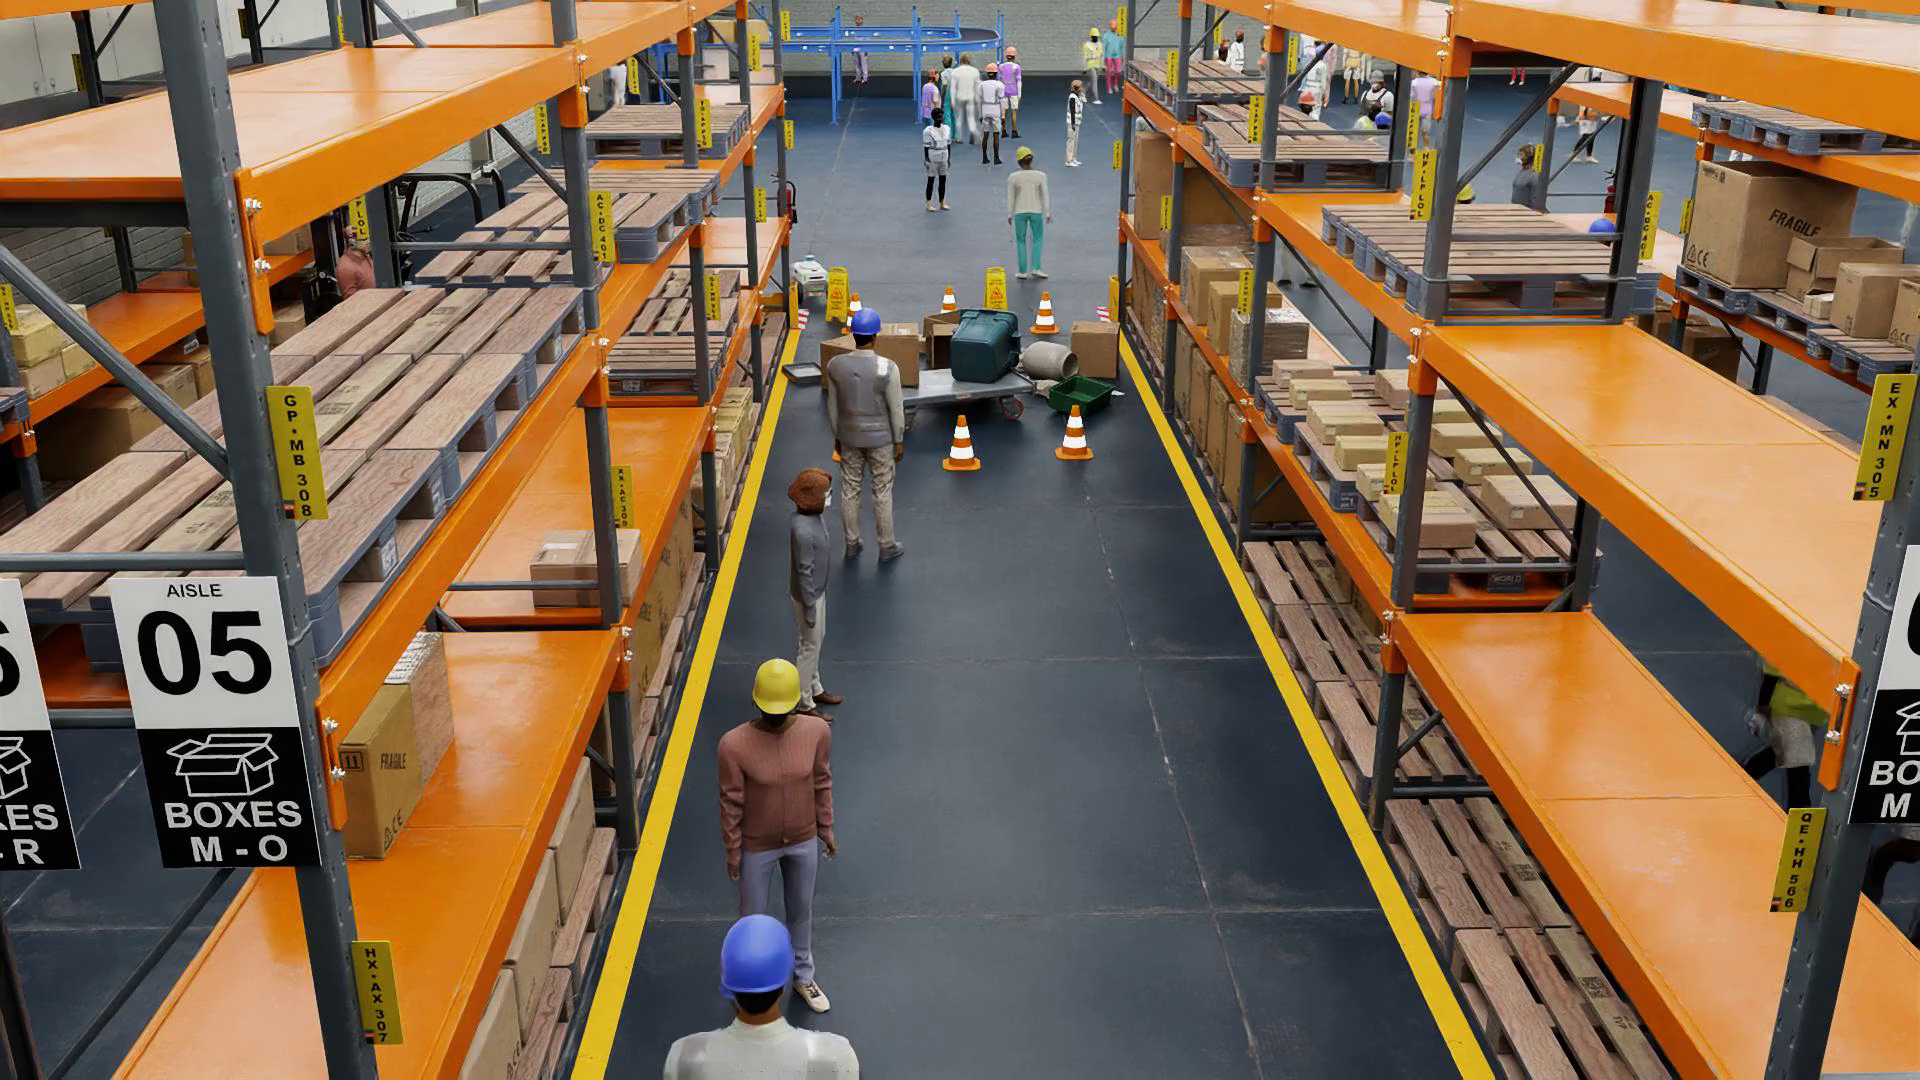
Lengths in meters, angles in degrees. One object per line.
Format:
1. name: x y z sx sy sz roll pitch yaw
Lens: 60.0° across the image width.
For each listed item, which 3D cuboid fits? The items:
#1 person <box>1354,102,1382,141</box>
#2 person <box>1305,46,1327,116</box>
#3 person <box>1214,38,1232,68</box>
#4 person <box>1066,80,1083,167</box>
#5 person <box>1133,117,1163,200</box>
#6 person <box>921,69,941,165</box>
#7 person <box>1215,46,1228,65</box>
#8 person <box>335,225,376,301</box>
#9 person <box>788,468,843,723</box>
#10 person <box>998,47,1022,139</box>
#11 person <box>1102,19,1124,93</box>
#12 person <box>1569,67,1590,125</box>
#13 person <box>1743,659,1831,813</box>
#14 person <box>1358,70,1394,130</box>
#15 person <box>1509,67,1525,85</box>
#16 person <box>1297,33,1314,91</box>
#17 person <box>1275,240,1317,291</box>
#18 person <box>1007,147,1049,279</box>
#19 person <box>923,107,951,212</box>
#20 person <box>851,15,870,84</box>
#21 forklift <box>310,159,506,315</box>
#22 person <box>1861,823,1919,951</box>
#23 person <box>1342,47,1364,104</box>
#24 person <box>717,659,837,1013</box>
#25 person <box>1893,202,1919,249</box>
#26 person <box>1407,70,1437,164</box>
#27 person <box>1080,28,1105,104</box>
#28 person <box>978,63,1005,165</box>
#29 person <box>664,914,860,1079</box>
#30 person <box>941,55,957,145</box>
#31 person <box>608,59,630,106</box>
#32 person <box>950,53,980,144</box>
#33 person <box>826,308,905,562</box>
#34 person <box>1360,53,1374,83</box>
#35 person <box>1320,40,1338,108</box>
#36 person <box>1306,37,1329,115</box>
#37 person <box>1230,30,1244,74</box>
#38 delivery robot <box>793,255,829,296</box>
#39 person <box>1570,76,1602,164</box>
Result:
1. person: 6.696 -6.238 27.187 0.633 1.797 0.940 -8 22 -20
2. person: 7.841 -9.895 36.662 0.417 1.932 0.623 -14 25 -32
3. person: 6.335 -11.221 40.306 0.568 1.833 0.397 -17 26 -37
4. person: 2.224 -8.101 32.343 0.314 1.632 0.521 6 21 15
5. person: 3.213 -6.676 28.436 0.490 1.729 0.324 -3 21 -8
6. person: -0.551 -8.181 32.248 0.389 1.846 0.567 -11 23 -27
7. person: 5.701 -9.923 36.772 0.398 1.908 0.598 -4 21 -12
8. person: -5.729 -2.101 16.095 0.410 1.909 0.643 -1 21 -2
9. person: -0.891 0.331 10.062 0.285 1.623 0.510 1 21 2
10. person: 1.104 -9.749 36.269 0.552 1.935 0.361 11 23 26
11. person: 4.147 -13.105 45.100 0.636 1.959 0.559 -3 21 -7
12. person: 14.441 -10.485 38.647 0.296 1.622 0.511 12 24 29
13. person: 4.356 0.865 8.622 0.535 1.642 0.907 -7 22 -18
14. person: 7.406 -7.402 29.918 0.538 2.000 0.690 -17 27 -38
15. person: 16.005 -13.911 47.520 0.521 1.758 0.350 13 25 31
16. person: 9.613 -13.362 45.863 0.600 1.911 0.391 -4 21 -11
17. person: 4.420 -4.176 21.718 0.627 1.797 0.702 -14 25 -33
18. person: 0.916 -4.390 22.364 0.578 1.746 0.431 -1 21 -3
19. person: -0.372 -6.276 27.434 0.532 1.691 0.321 -14 25 -33
20. person: -2.888 -14.089 47.781 0.408 1.906 0.654 -19 28 -41
21. forklift: -5.622 -2.910 17.832 2.313 2.155 1.214 -1 21 -1
22. person: 4.597 1.046 7.758 0.568 1.922 0.583 2 21 6
23. person: 10.074 -12.177 42.683 0.551 1.935 0.372 1 21 2
24. person: -0.785 1.319 7.260 0.523 1.762 0.329 -10 23 -24
25. person: 14.126 -5.077 24.231 0.544 1.718 0.442 1 21 2
26. person: 8.974 -8.305 32.329 0.601 2.024 0.836 1 21 2
27. person: 3.411 -12.251 42.945 0.586 1.897 0.845 -18 27 -39
28. person: 0.628 -8.332 32.538 0.543 1.929 0.385 9 22 22
29. person: -0.584 2.050 5.099 0.609 1.932 0.538 0 21 0
30. person: -0.240 -9.351 35.343 0.326 1.843 0.517 15 25 35
31. person: -7.548 -9.833 36.631 0.544 1.842 0.544 11 23 27
32. person: 0.118 -9.287 35.100 0.671 1.912 0.722 -4 21 -11
33. person: -0.700 -0.782 12.549 0.603 1.949 0.384 6 22 16
34. person: 11.731 -14.113 48.122 0.578 1.705 0.885 4 21 10
35. person: 9.125 -11.836 41.835 0.638 1.903 0.408 12 24 30
36. person: 8.669 -11.341 40.522 0.602 1.908 0.530 -4 21 -11
37. person: 7.023 -11.964 42.213 0.351 1.878 0.568 12 24 28
38. delivery robot: -1.907 -3.389 21.249 0.477 0.478 0.707 -6 22 -15
39. person: 12.357 -8.248 32.632 0.587 1.682 0.510 -16 26 -36
